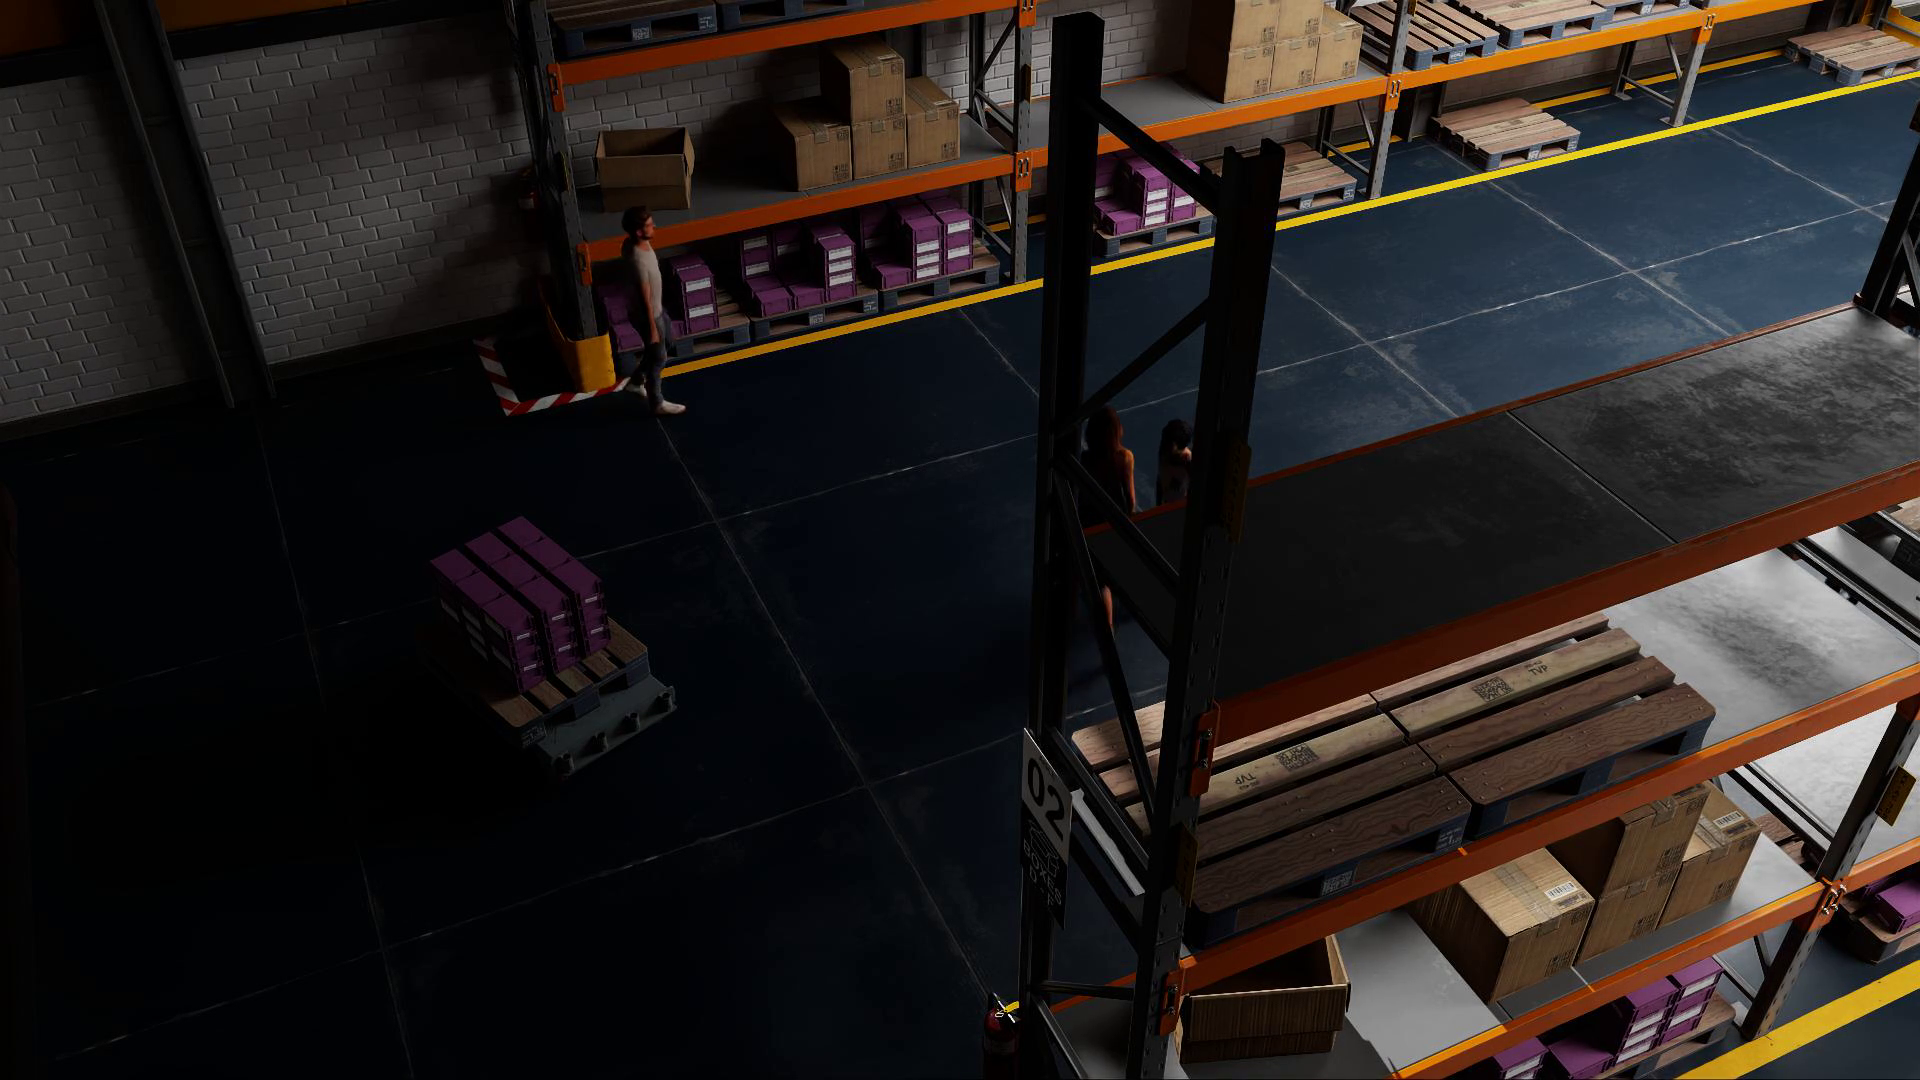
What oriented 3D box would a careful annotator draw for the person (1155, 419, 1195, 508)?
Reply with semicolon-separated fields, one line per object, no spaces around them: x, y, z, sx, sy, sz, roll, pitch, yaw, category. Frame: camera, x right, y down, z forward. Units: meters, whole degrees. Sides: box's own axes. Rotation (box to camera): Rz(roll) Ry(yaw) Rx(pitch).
1.603;-0.245;11.561;1.203;1.488;0.699;-21;43;-24;person

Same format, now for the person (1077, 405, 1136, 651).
0.943;-0.001;11.018;1.050;1.785;0.808;-6;39;-8;person

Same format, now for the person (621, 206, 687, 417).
-2.560;-1.793;13.181;0.797;1.886;0.767;-7;39;-9;person
